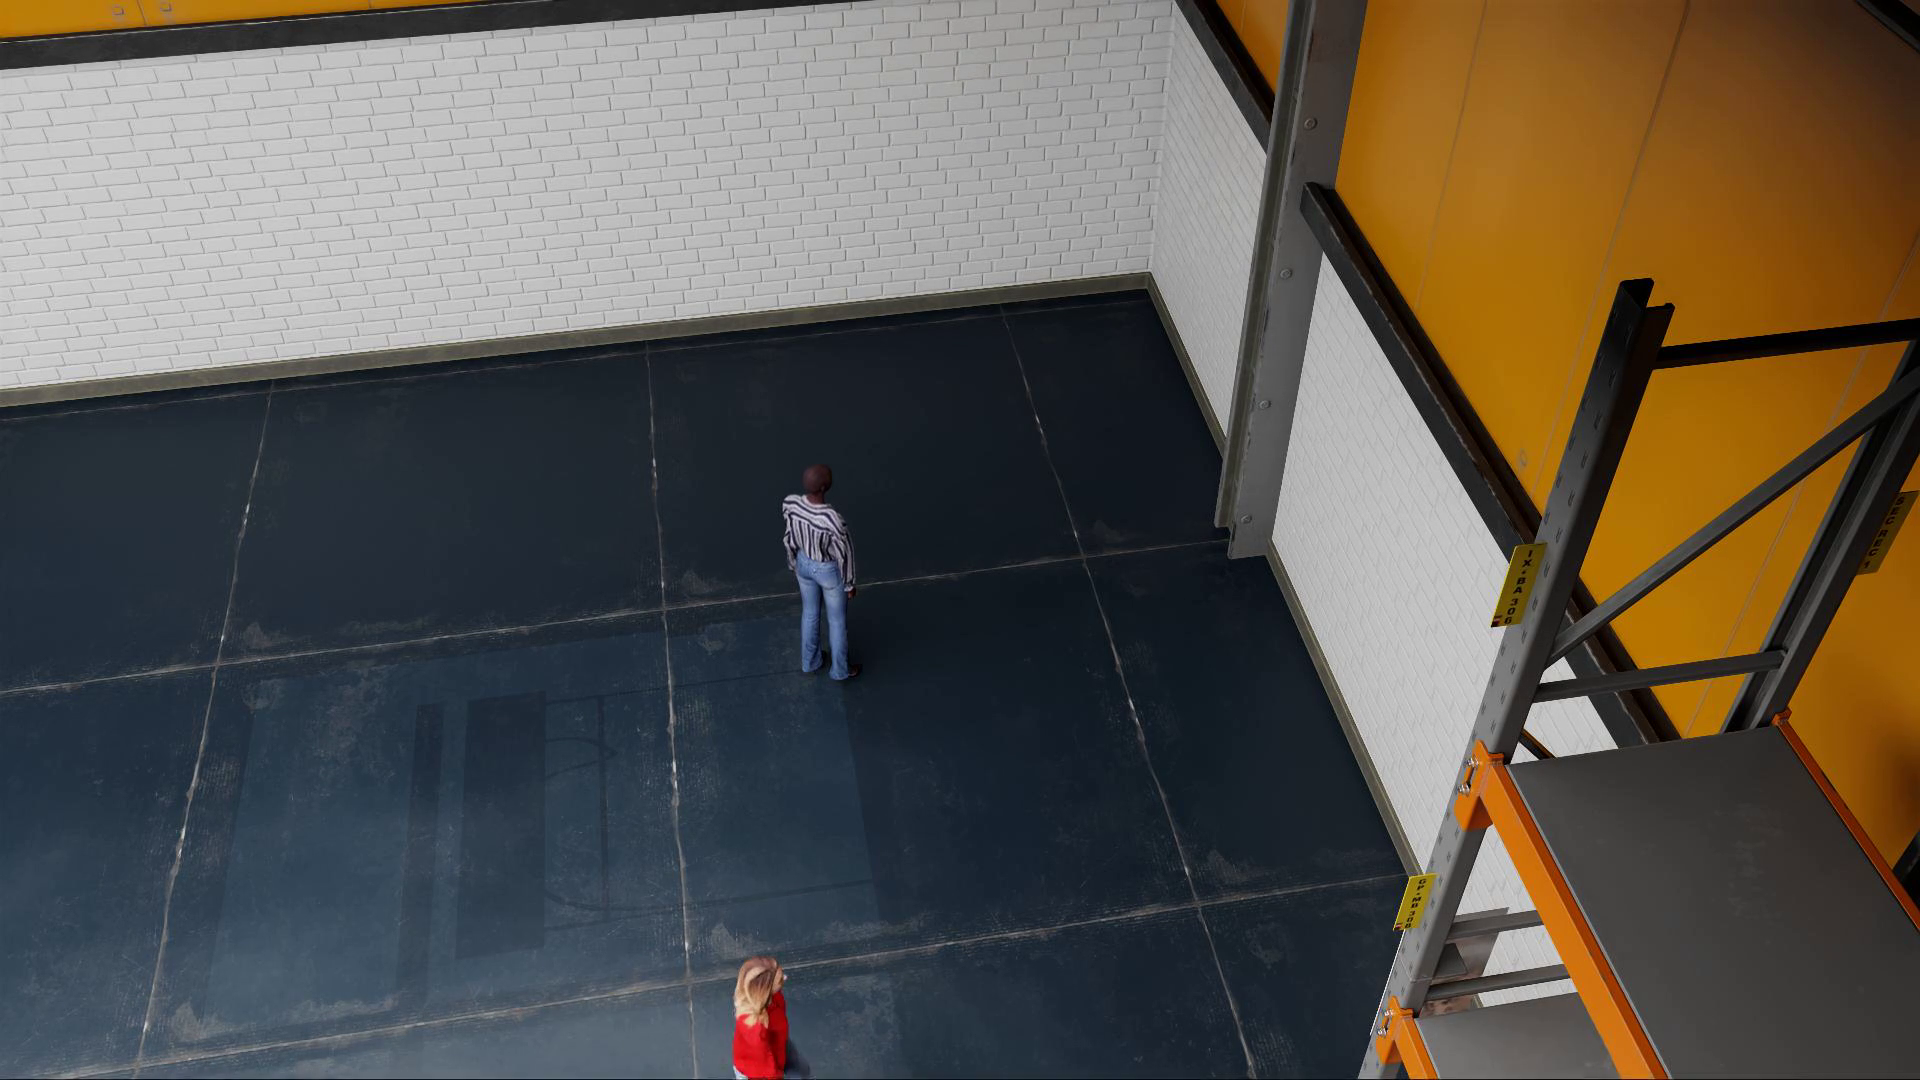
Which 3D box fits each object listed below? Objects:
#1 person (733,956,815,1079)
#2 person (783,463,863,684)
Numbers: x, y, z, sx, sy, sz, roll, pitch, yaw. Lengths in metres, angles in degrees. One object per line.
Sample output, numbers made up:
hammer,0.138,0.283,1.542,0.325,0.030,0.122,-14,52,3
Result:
person,-1.053,2.565,8.205,0.760,1.676,0.919,-3,44,-3
person,-0.879,0.220,10.581,0.717,1.794,0.757,22,48,21
